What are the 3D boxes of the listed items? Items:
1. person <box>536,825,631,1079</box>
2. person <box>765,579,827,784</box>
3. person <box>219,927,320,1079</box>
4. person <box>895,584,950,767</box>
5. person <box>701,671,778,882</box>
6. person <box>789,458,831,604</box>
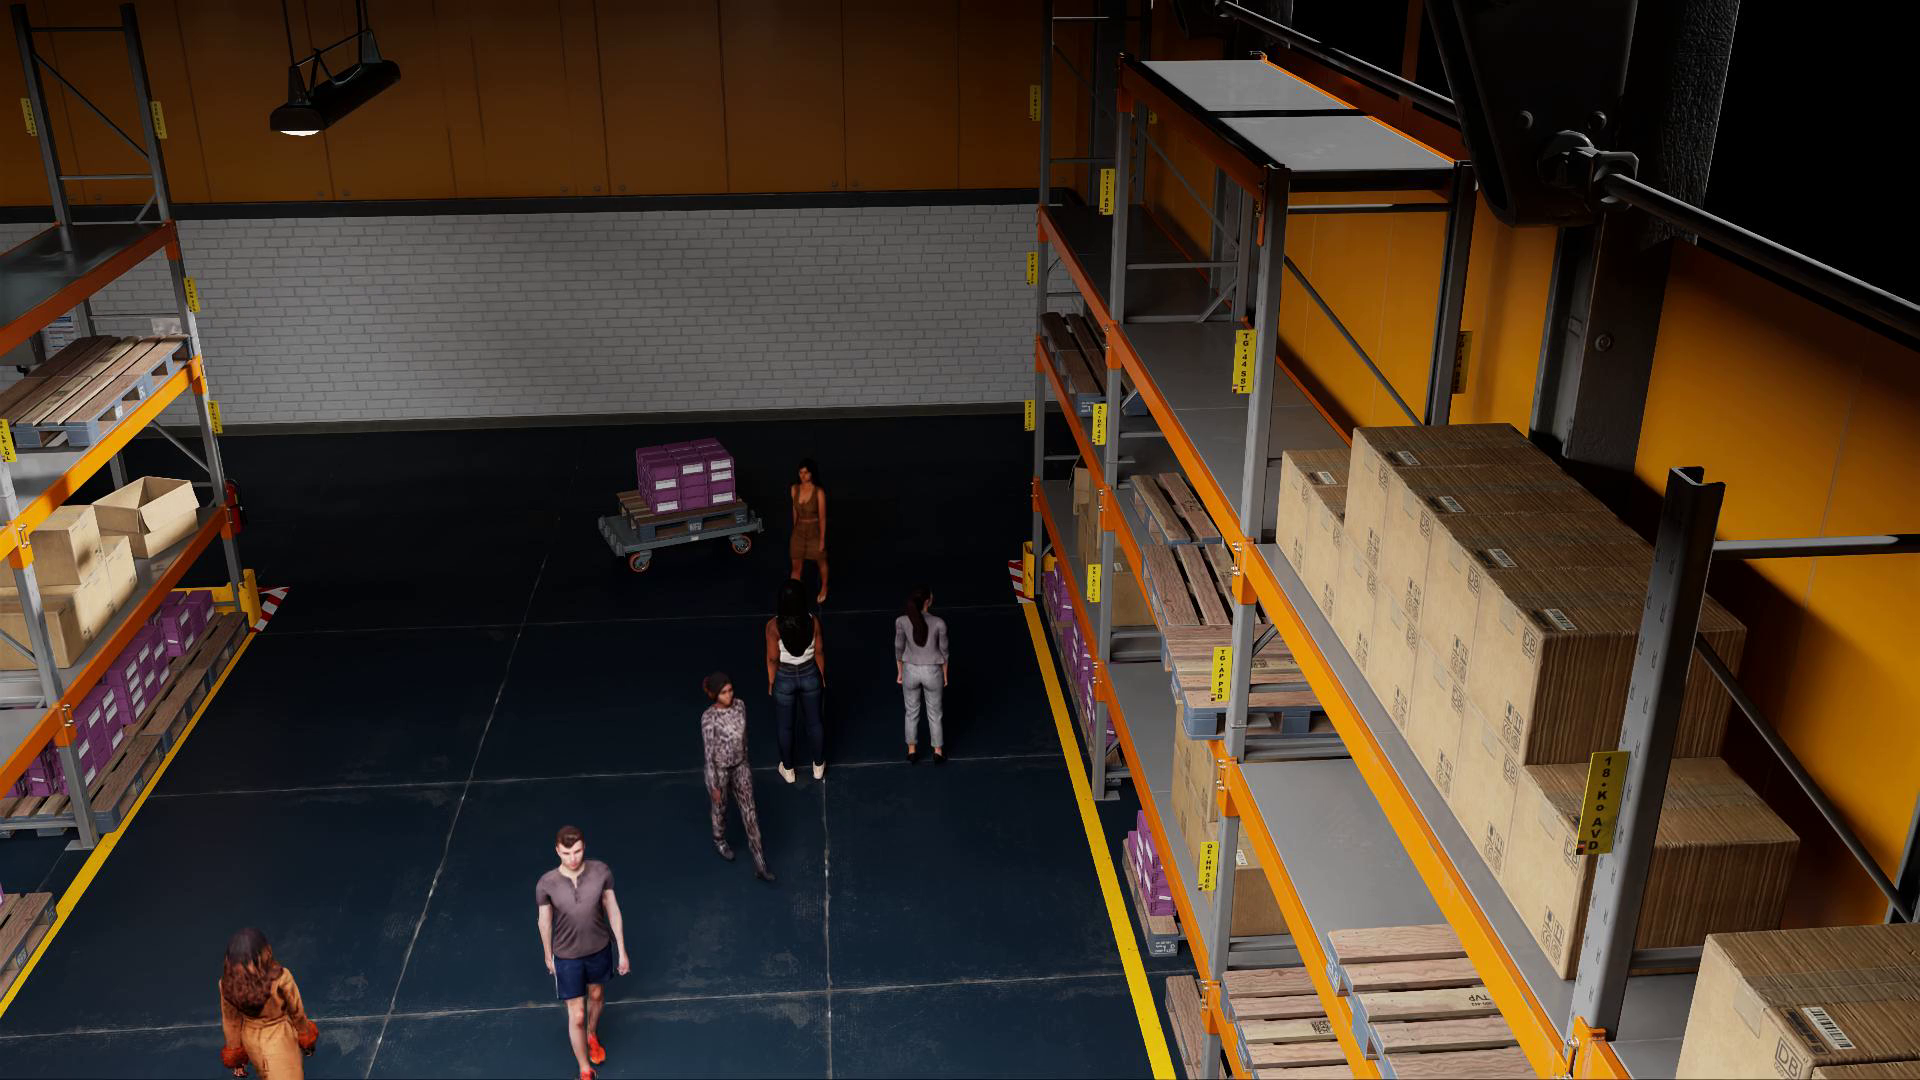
[{"bbox_3d":[-2.414,2.567,10.604,0.841,1.829,0.991,-12,26,-25],"label":"person"},{"bbox_3d":[-1.356,1.171,13.827,0.670,1.807,0.631,-5,24,-11],"label":"person"},{"bbox_3d":[-4.013,3.046,9.682,0.767,1.690,1.156,1,24,2],"label":"person"},{"bbox_3d":[-0.319,1.150,14.035,0.668,1.678,0.650,3,24,8],"label":"person"},{"bbox_3d":[-1.821,1.745,12.672,0.937,1.679,1.098,-18,29,-35],"label":"person"},{"bbox_3d":[-1.468,-0.049,16.819,0.915,1.645,1.141,10,25,21],"label":"person"}]
